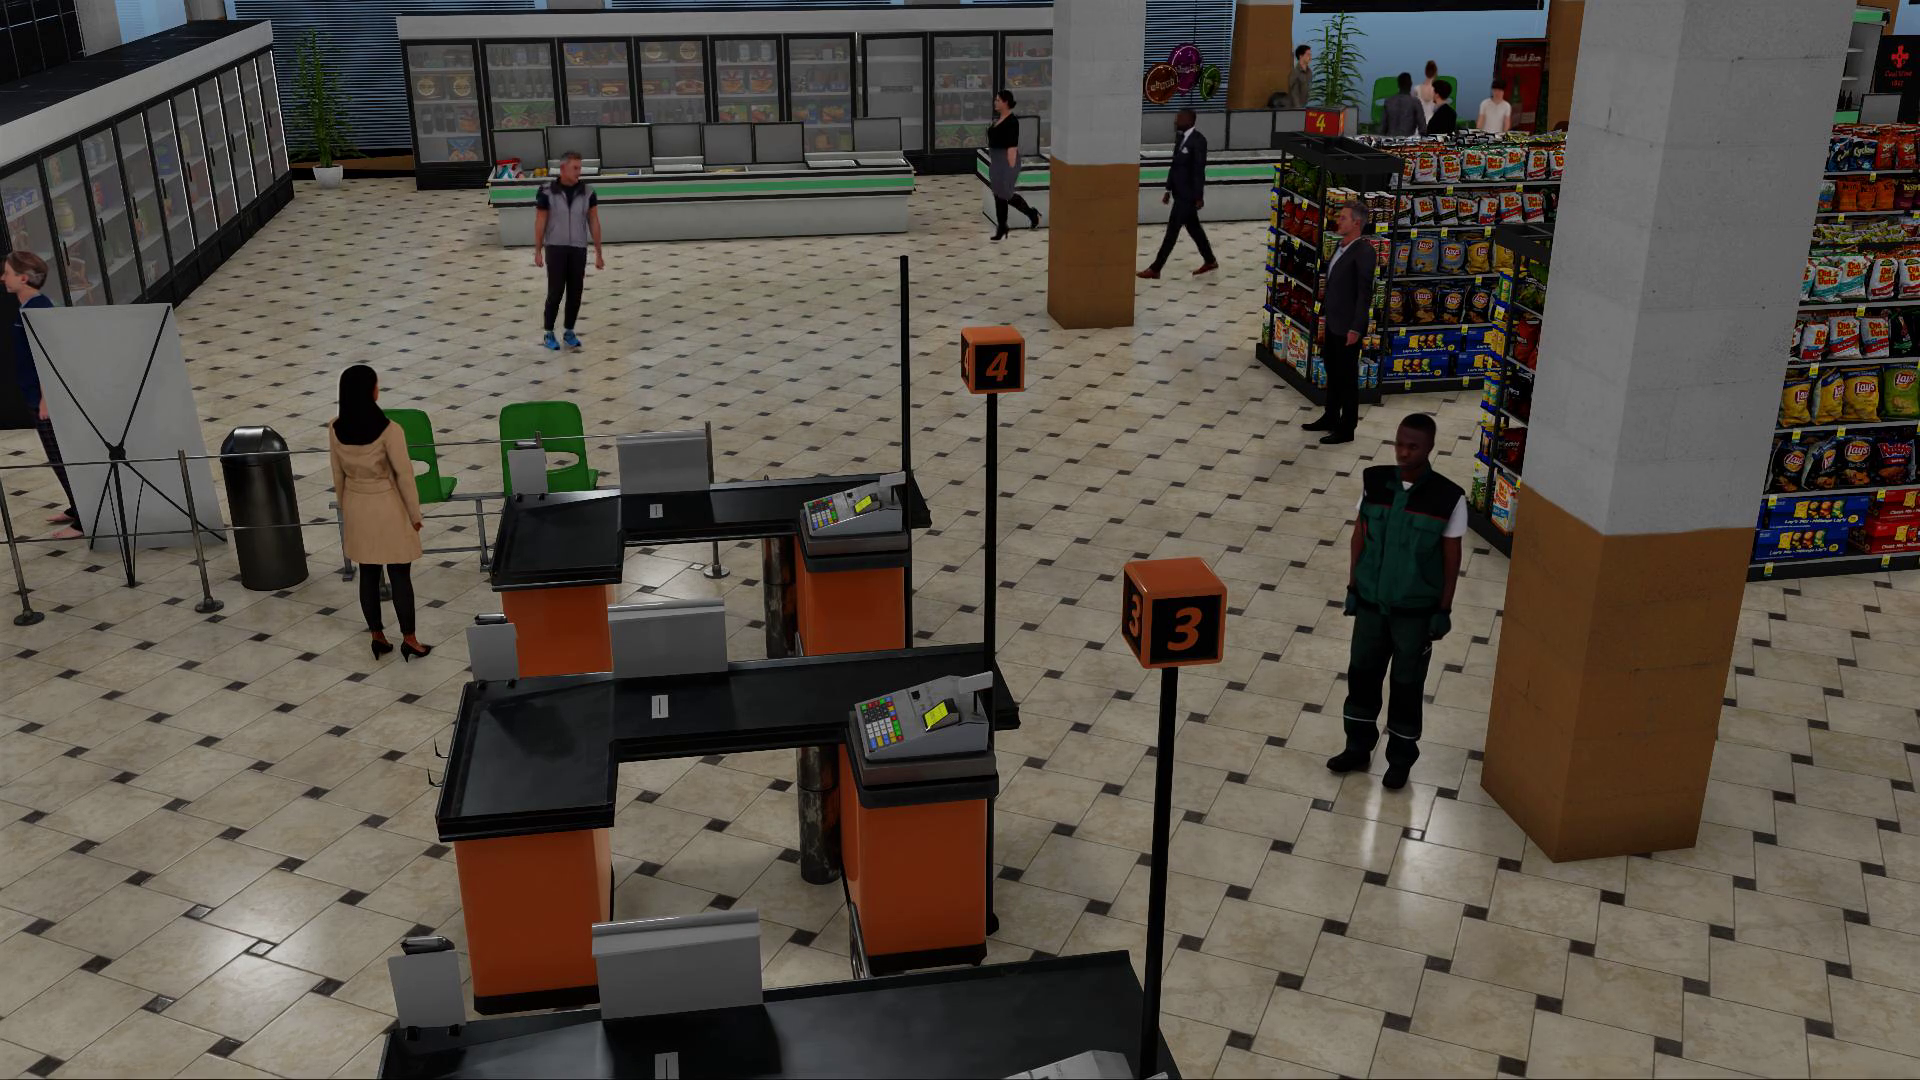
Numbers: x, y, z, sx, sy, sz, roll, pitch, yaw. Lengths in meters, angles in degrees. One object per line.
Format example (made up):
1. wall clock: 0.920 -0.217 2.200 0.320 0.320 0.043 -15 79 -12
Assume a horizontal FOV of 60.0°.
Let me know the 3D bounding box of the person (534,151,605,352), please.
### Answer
1. person: -3.592 -2.597 15.003 0.737 1.786 0.891 -7 23 -16

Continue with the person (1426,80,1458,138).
1. person: 5.541 -4.350 19.231 0.826 1.886 0.792 11 24 25

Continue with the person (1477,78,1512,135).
1. person: 6.841 -5.111 21.477 1.063 1.625 0.999 9 24 22

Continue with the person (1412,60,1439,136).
1. person: 6.103 -5.371 21.961 1.123 1.744 0.930 5 22 12

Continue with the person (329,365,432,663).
1. person: -3.149 -0.130 9.002 0.606 1.682 0.765 5 22 12

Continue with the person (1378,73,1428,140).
1. person: 5.316 -4.738 20.329 1.278 1.788 1.124 -18 28 -38

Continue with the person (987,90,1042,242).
1. person: 0.620 -4.350 19.422 0.878 1.743 0.681 -5 22 -13

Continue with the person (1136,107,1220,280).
1. person: 2.464 -3.629 17.580 1.211 1.780 0.756 -5 22 -13

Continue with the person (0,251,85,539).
1. person: -5.905 -0.947 10.782 0.677 1.872 0.728 -13 25 -28

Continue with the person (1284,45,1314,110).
1. person: 4.626 -5.957 23.324 1.182 1.816 1.213 20 29 40

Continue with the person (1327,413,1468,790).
1. person: 2.046 0.277 7.777 0.779 1.840 0.836 15 26 33

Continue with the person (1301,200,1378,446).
1. person: 2.911 -1.665 12.608 0.577 1.842 0.709 -4 22 -10
